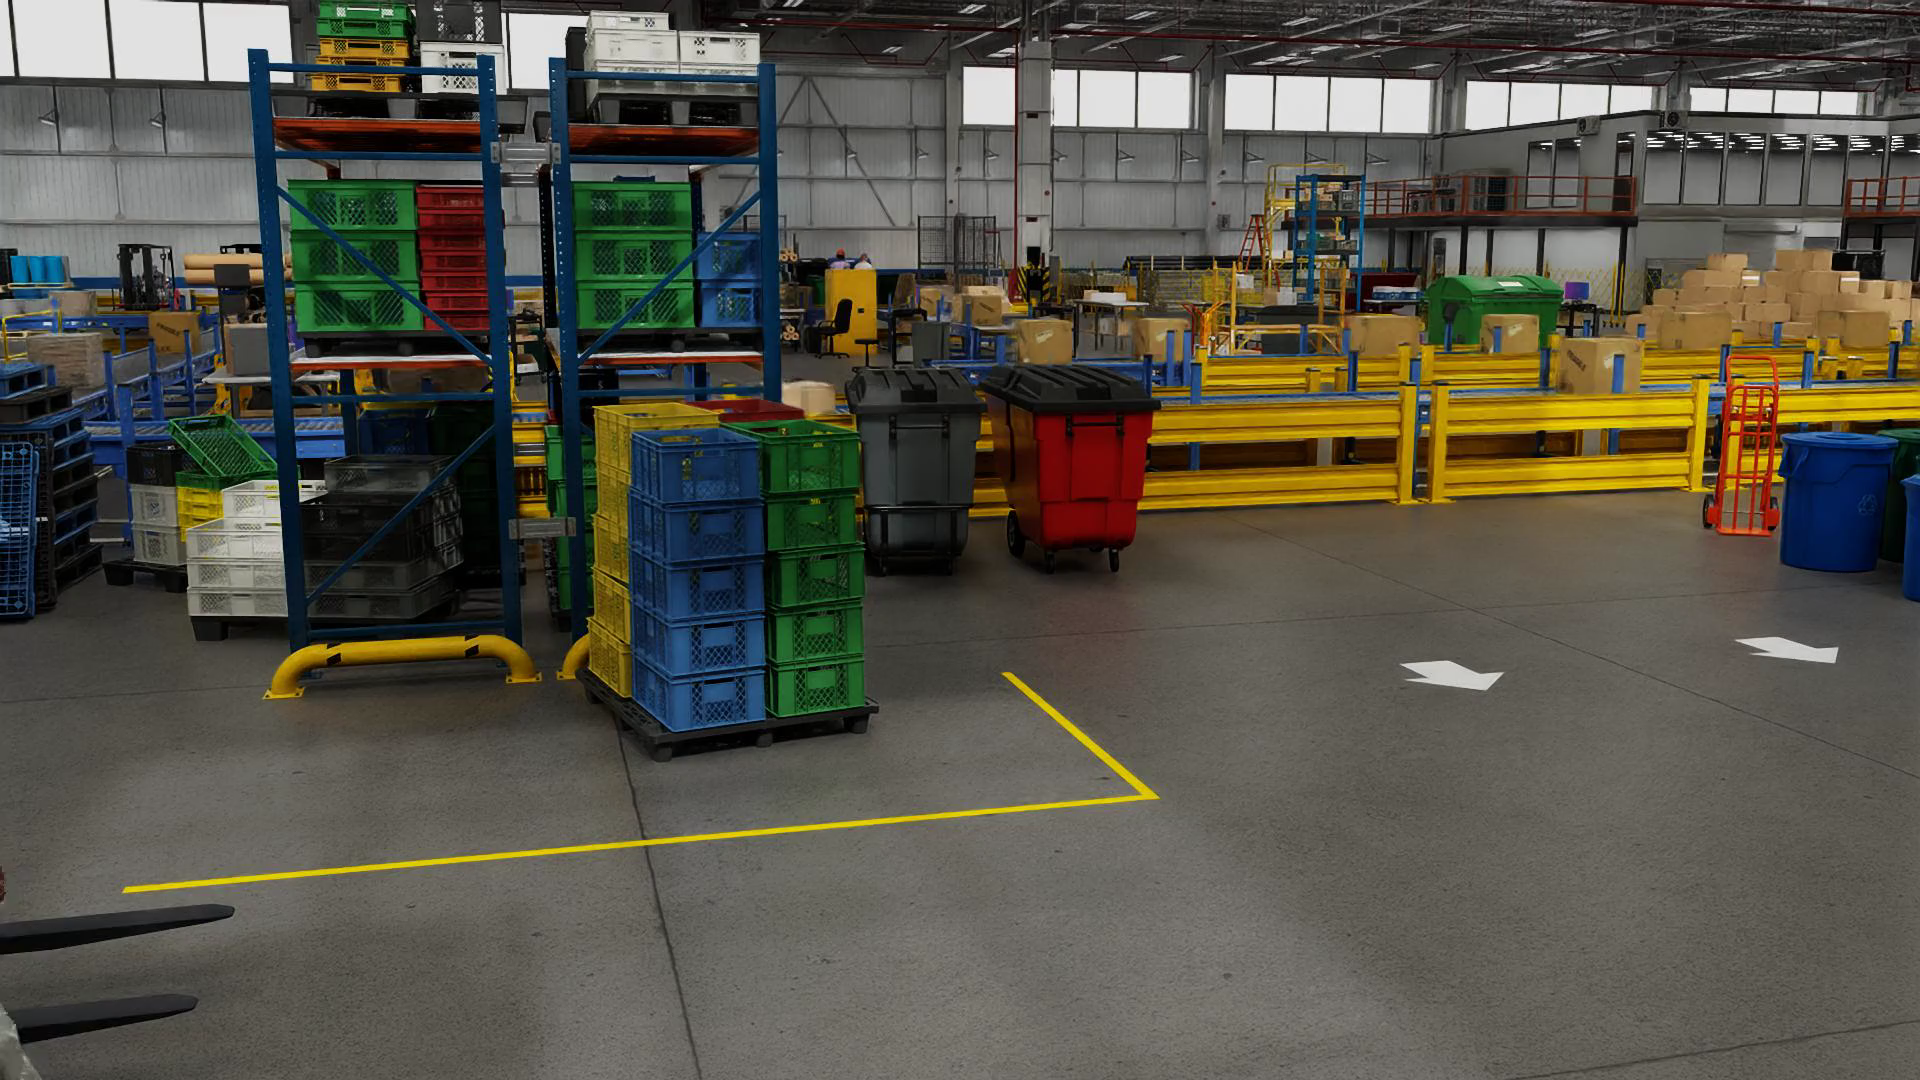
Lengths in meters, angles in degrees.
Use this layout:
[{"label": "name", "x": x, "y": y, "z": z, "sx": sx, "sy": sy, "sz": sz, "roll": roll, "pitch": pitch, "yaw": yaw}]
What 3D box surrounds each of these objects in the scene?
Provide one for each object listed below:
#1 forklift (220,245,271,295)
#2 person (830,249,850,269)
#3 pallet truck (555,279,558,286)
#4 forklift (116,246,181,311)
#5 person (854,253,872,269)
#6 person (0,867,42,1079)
[{"label": "forklift", "x": -17.749, "y": -6.334, "z": 41.440, "sx": 1.157, "sy": 1.987, "sz": 2.680, "roll": -3, "pitch": 10, "yaw": -17}, {"label": "person", "x": -3.443, "y": -7.390, "z": 48.168, "sx": 0.605, "sy": 2.045, "sz": 0.378, "roll": 2, "pitch": 10, "yaw": 13}, {"label": "pallet truck", "x": -10.604, "y": -6.375, "z": 44.520, "sx": 0.653, "sy": 1.274, "sz": 1.630, "roll": -3, "pitch": 10, "yaw": -15}, {"label": "forklift", "x": -19.966, "y": -6.232, "z": 40.894, "sx": 1.157, "sy": 1.987, "sz": 2.680, "roll": -3, "pitch": 10, "yaw": -15}, {"label": "person", "x": -2.907, "y": -7.793, "z": 50.839, "sx": 0.643, "sy": 1.909, "sz": 0.410, "roll": 5, "pitch": 11, "yaw": 26}, {"label": "person", "x": -2.063, "y": 0.668, "z": 3.268, "sx": 0.936, "sy": 1.778, "sz": 0.604, "roll": -6, "pitch": 12, "yaw": -31}]
